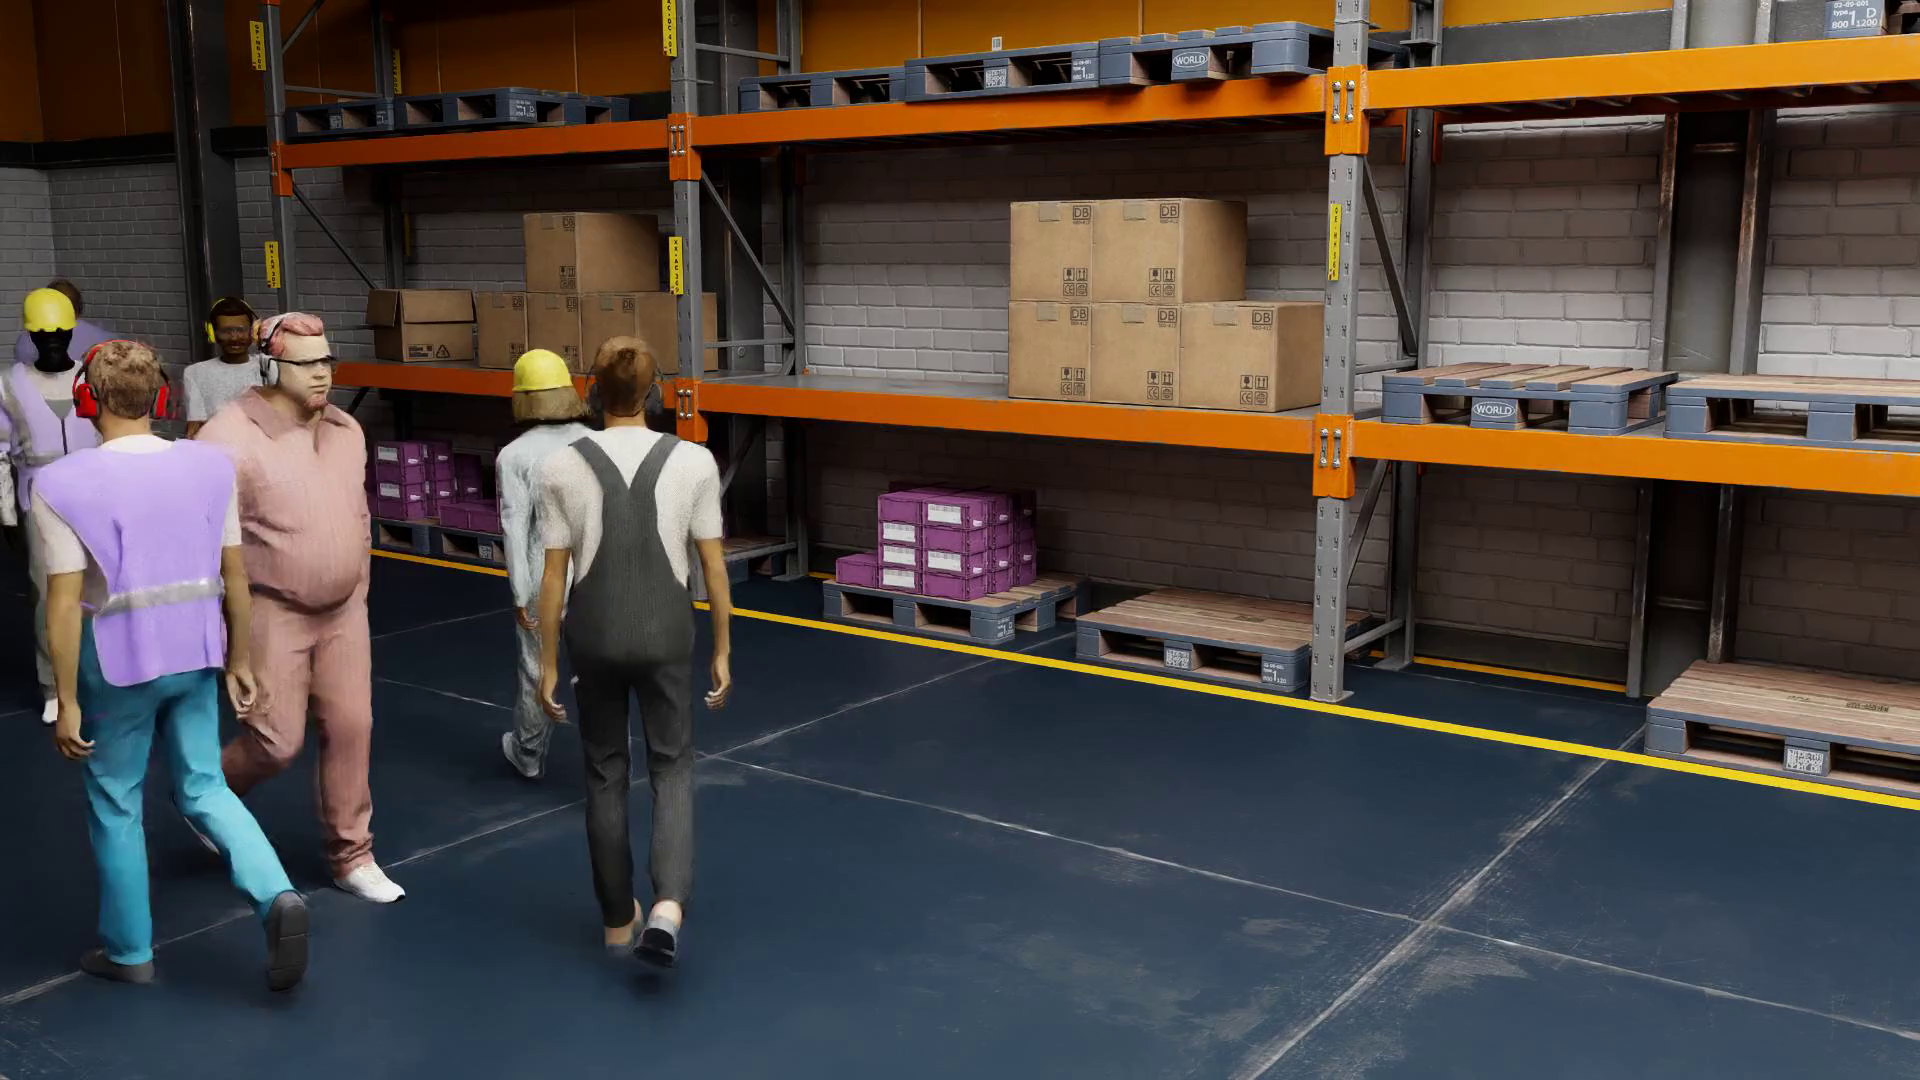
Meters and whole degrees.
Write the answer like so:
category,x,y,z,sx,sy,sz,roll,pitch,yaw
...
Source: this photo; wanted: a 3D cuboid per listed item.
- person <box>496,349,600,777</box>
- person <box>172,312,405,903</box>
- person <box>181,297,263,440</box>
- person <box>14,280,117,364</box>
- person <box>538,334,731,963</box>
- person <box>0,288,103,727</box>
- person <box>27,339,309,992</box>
category,x,y,z,sx,sy,sz,roll,pitch,yaw
person,-1.494,0.145,6.209,0.497,1.692,0.905,-6,11,-32
person,-2.153,0.221,5.231,0.736,1.878,0.663,5,11,28
person,-3.472,-0.244,8.076,0.543,1.838,0.647,-5,11,-28
person,-5.795,-0.725,10.798,1.000,1.886,0.649,8,12,39
person,-0.921,0.336,4.703,0.550,1.821,0.603,-2,10,-10
person,-3.934,-0.150,7.374,0.600,1.897,0.786,-6,11,-33
person,-2.150,0.371,4.513,0.758,1.819,0.566,6,11,32
